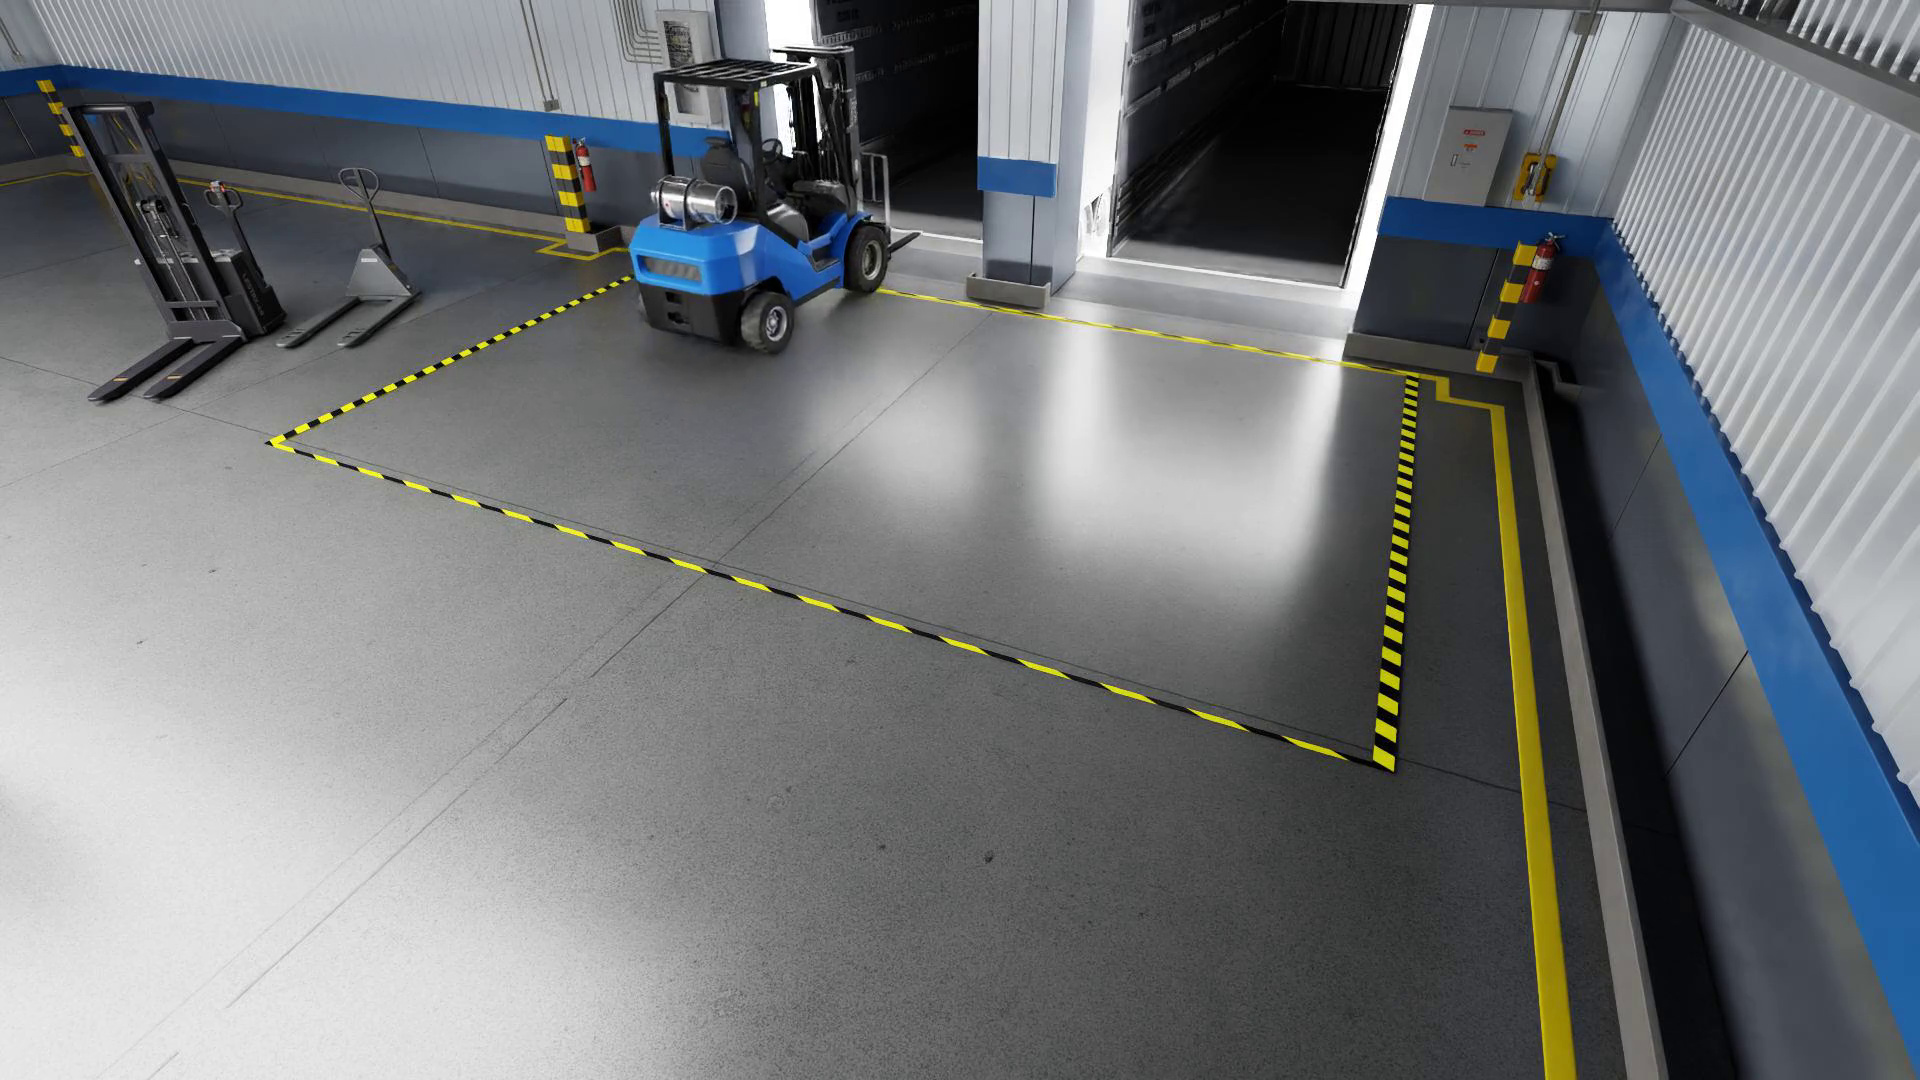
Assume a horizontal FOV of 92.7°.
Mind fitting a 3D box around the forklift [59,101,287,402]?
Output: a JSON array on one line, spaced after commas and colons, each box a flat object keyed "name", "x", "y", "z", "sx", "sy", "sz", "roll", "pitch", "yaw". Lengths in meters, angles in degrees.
[{"name": "forklift", "x": -6.686, "y": -2.387, "z": 7.434, "sx": 0.823, "sy": 1.965, "sz": 1.885, "roll": -3, "pitch": 35, "yaw": -5}]

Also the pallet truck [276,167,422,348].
[{"name": "pallet truck", "x": -5.732, "y": -2.611, "z": 8.414, "sx": 0.680, "sy": 1.201, "sz": 1.601, "roll": -1, "pitch": 35, "yaw": -1}]

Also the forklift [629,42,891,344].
[{"name": "forklift", "x": -1.806, "y": -3.225, "z": 8.318, "sx": 1.157, "sy": 2.036, "sz": 2.680, "roll": 16, "pitch": 38, "yaw": 21}]
